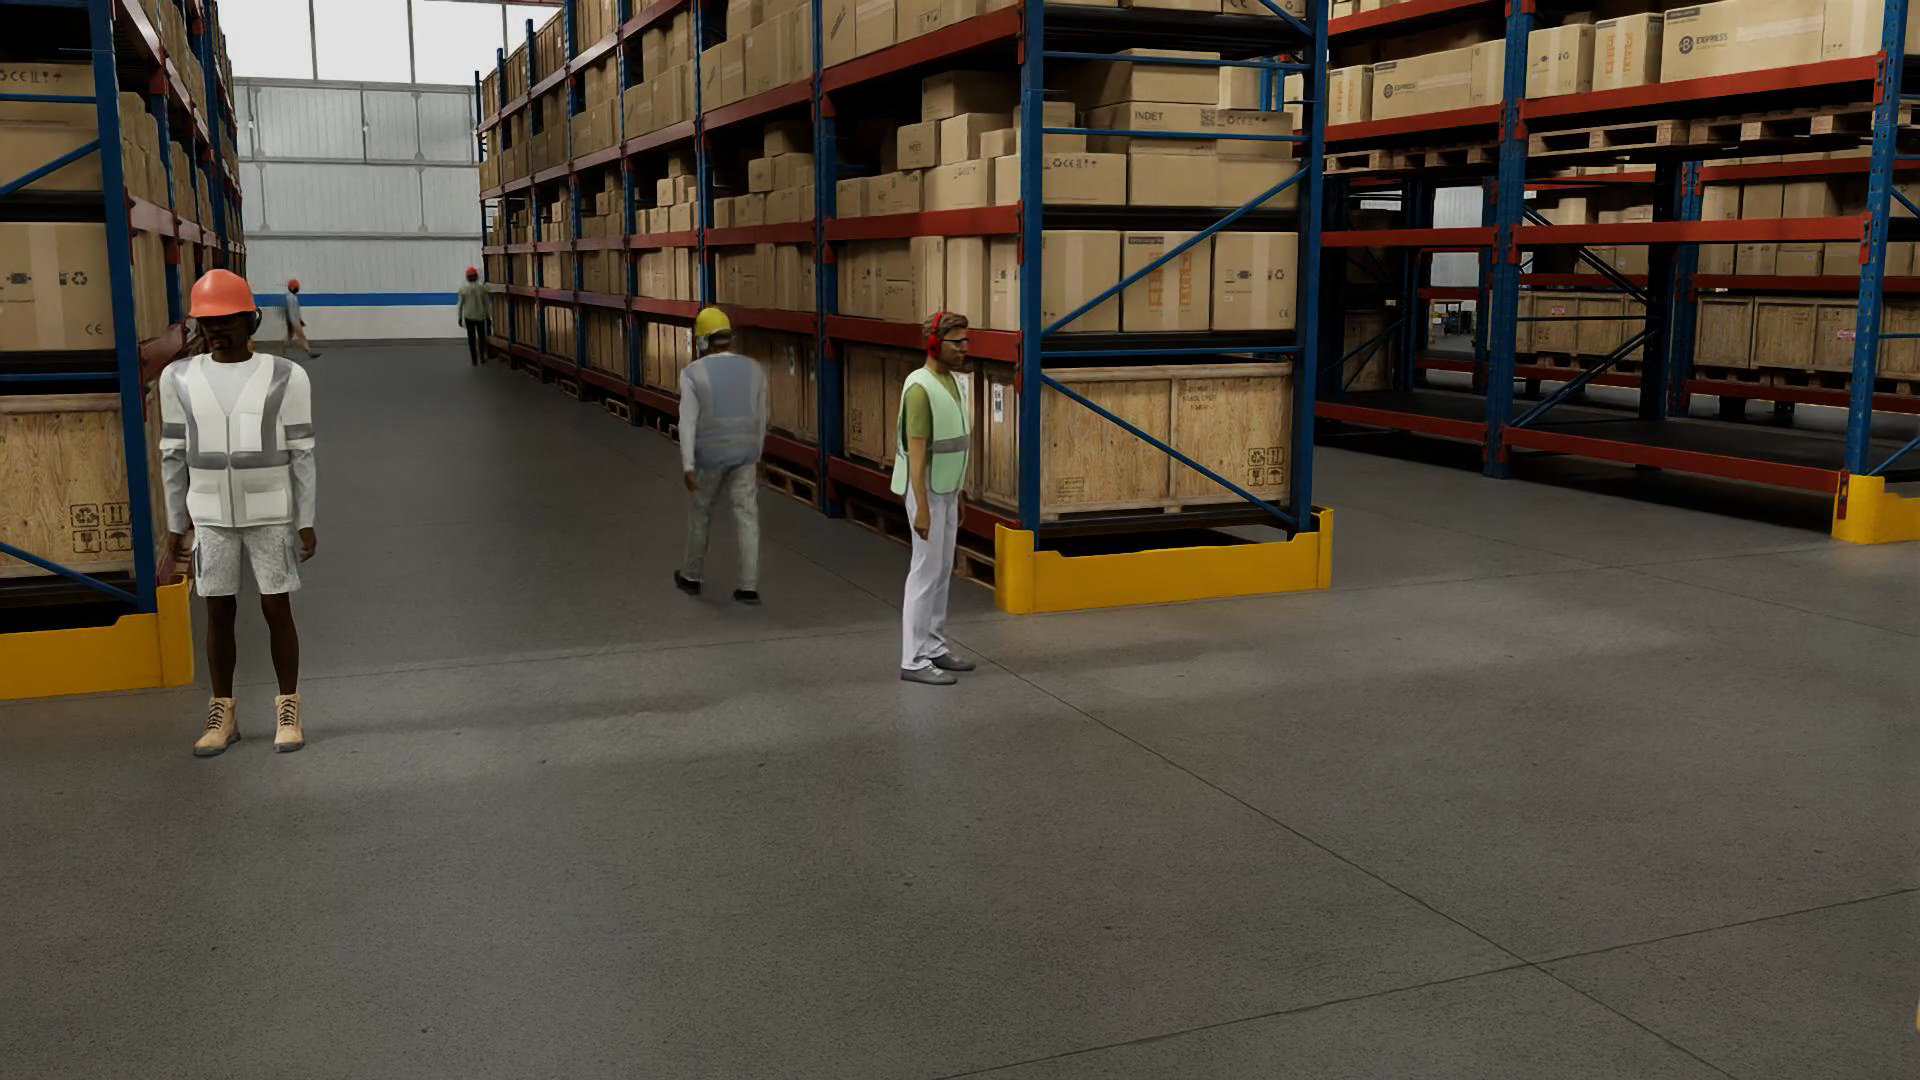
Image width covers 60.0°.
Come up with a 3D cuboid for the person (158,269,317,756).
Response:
[{"bbox_3d":[-3.028,-0.105,6.995,0.615,2.043,0.373,-2,10,-11],"label":"person"}]

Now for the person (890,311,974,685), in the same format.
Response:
[{"bbox_3d":[-0.142,-0.209,8.244,0.382,1.837,0.566,3,10,17],"label":"person"}]

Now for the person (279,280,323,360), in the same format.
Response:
[{"bbox_3d":[-14.029,-4.646,35.202,0.891,1.705,0.564,-4,10,-24],"label":"person"}]

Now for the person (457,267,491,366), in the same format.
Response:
[{"bbox_3d":[-9.817,-4.508,33.562,0.654,1.970,0.706,-4,10,-22],"label":"person"}]

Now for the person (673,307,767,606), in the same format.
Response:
[{"bbox_3d":[-1.481,-0.518,10.219,0.610,1.791,0.853,-5,11,-29],"label":"person"}]
